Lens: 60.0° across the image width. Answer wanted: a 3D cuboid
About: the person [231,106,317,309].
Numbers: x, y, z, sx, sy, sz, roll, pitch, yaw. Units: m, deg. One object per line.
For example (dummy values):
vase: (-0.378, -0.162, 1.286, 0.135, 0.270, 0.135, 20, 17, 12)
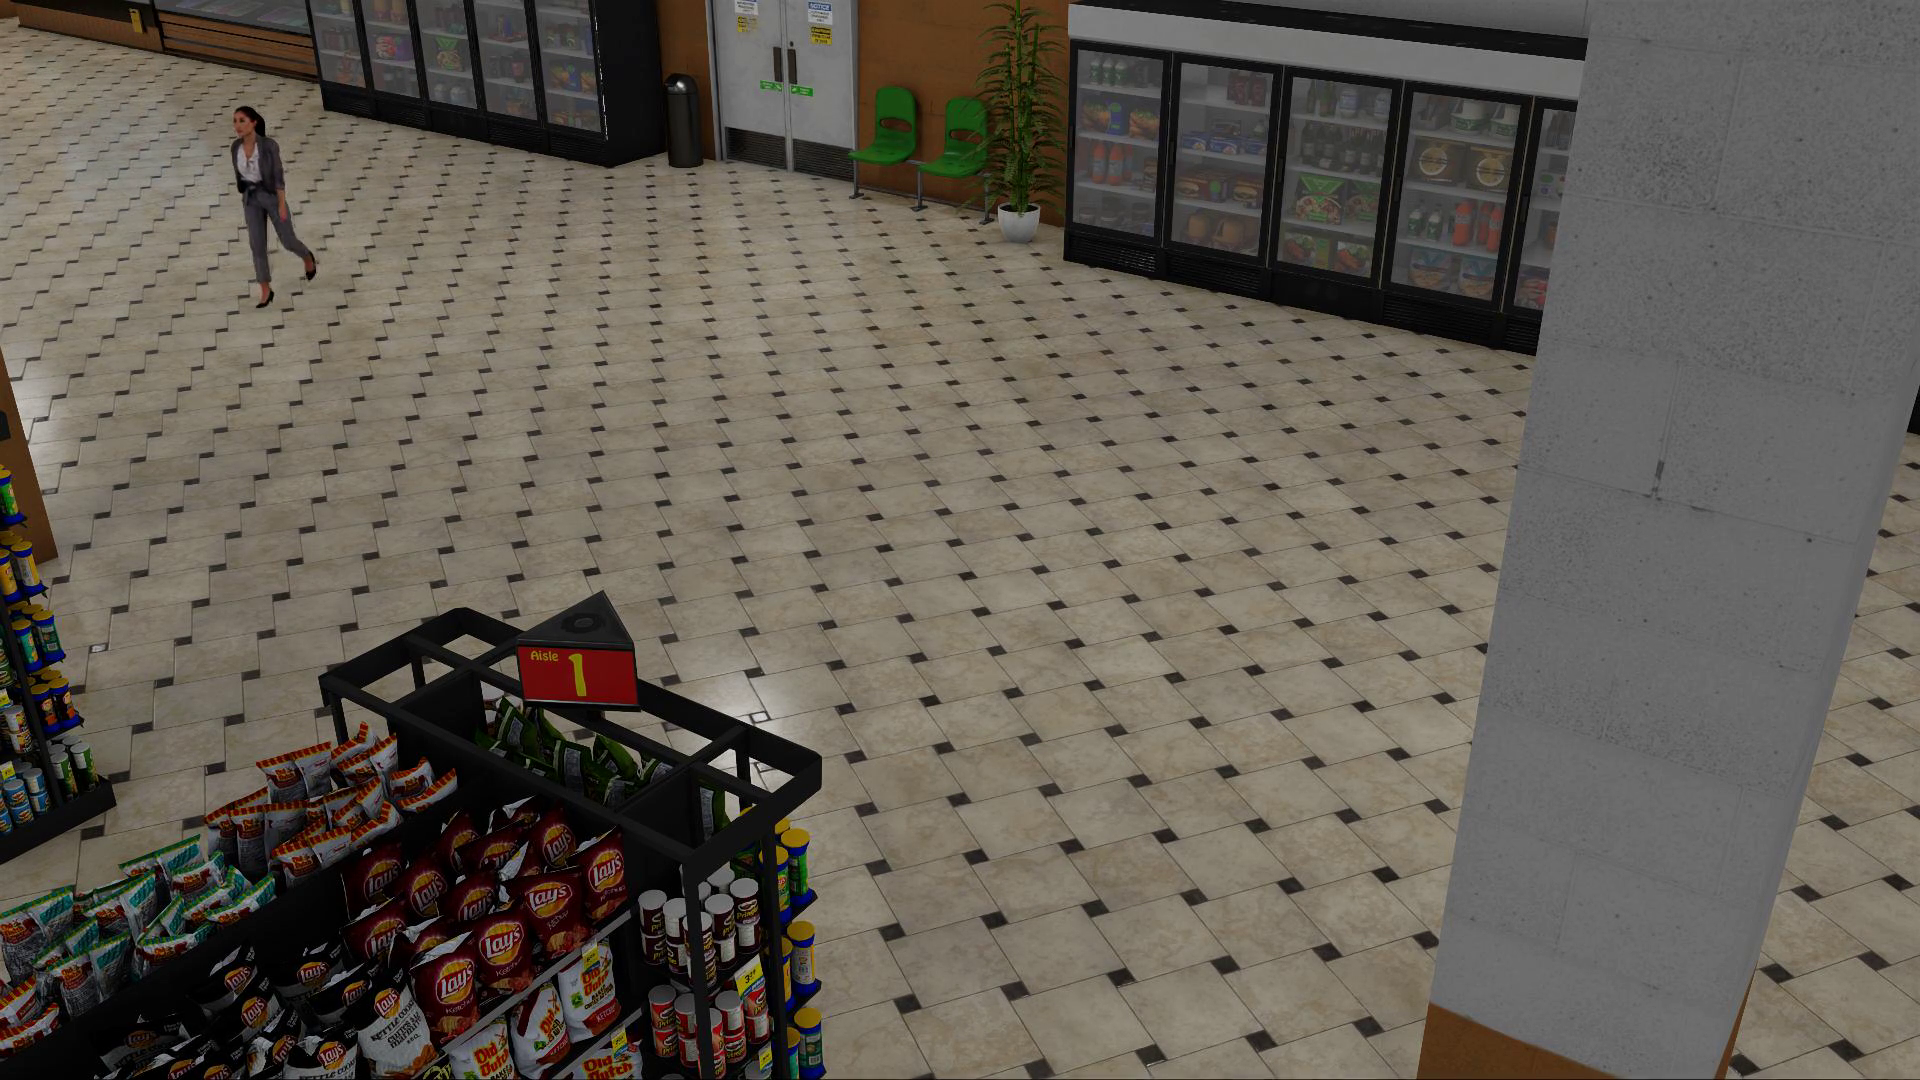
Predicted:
person: (-5.819, -2.834, 14.091, 0.927, 1.647, 1.143, 3, 27, 7)
